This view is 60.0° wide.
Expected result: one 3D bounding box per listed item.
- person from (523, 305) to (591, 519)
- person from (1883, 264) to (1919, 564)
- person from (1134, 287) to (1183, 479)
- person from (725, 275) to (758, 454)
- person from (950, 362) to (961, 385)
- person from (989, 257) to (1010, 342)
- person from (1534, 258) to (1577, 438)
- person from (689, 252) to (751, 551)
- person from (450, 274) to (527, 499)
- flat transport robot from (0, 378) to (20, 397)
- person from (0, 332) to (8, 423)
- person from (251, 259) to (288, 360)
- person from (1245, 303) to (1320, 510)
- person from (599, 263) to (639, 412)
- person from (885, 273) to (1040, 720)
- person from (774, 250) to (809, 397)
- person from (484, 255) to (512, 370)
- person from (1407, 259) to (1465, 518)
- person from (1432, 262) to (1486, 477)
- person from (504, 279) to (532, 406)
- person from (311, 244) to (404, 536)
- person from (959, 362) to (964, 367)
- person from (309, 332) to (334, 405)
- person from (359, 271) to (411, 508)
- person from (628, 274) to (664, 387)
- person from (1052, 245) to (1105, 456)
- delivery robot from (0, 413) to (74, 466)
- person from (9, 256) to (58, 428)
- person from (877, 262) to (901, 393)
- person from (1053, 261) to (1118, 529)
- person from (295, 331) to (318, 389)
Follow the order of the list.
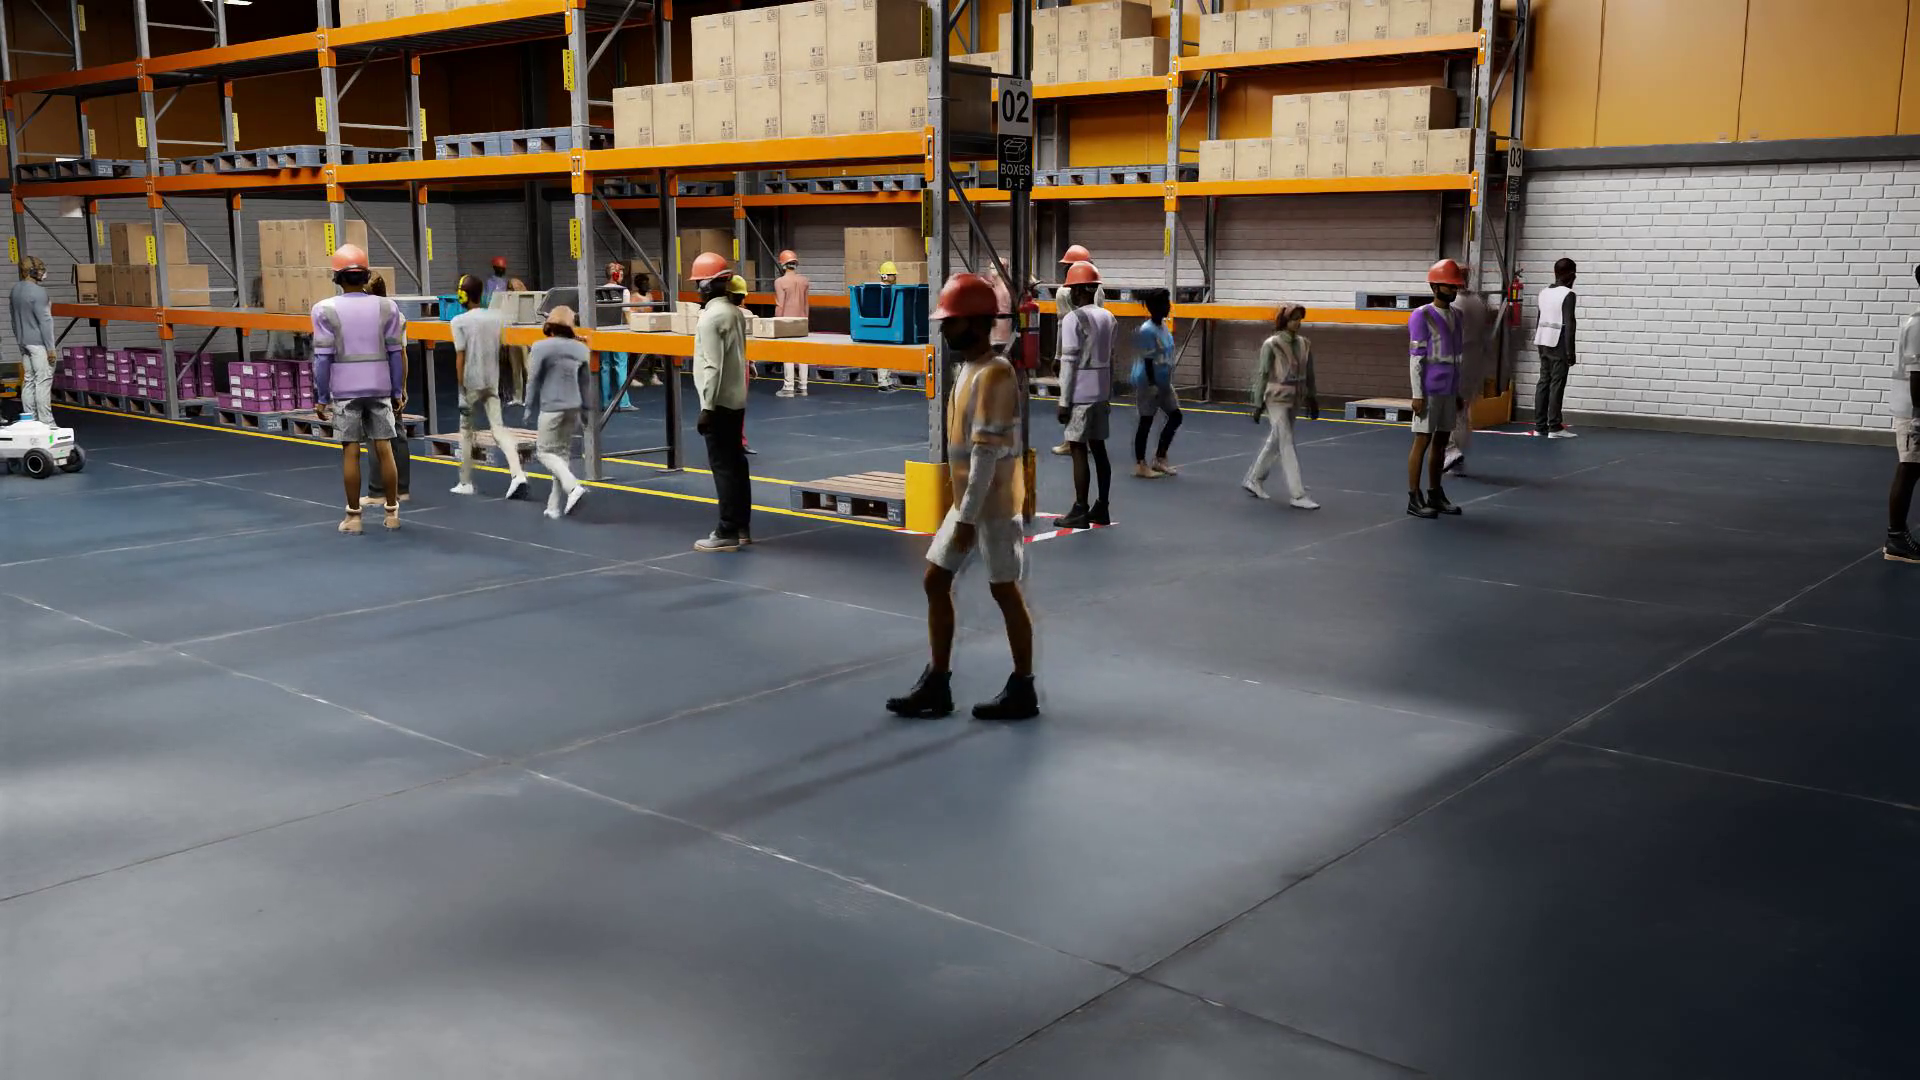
[{"bbox_3d":[-2.937,-0.942,12.389,0.552,1.595,0.558,10,14,43],"label":"person"},{"bbox_3d":[6.222,-0.839,10.768,0.361,1.965,0.612,6,11,30],"label":"person"},{"bbox_3d":[1.745,-1.357,14.518,0.501,1.674,0.545,6,12,31],"label":"person"},{"bbox_3d":[-2.195,-1.688,16.196,0.327,1.761,0.524,9,14,43],"label":"person"},{"bbox_3d":[-0.119,-1.825,17.313,0.436,1.626,0.548,8,12,37],"label":"person"},{"bbox_3d":[0.484,-2.537,20.613,0.409,1.908,0.639,1,10,3],"label":"person"},{"bbox_3d":[6.368,-2.045,17.789,0.394,1.915,0.587,-2,10,-13],"label":"person"},{"bbox_3d":[-1.617,-0.918,11.144,0.393,1.990,0.616,2,10,13],"label":"person"},{"bbox_3d":[-3.848,-1.232,13.474,0.963,1.825,0.521,9,13,42],"label":"person"},{"bbox_3d":[-12.850,-2.122,22.886,0.652,0.197,1.431,5,11,22],"label":"flat transport robot"},{"bbox_3d":[-11.368,-2.206,19.245,0.564,1.728,0.489,6,12,31],"label":"person"},{"bbox_3d":[-11.197,-3.627,26.914,0.629,1.859,0.938,2,10,13],"label":"person"},{"bbox_3d":[2.546,-1.075,13.157,0.543,1.600,0.852,-8,13,-37],"label":"person"},{"bbox_3d":[-4.285,-2.490,20.541,0.564,1.836,0.395,6,11,29],"label":"person"},{"bbox_3d":[-0.002,-0.156,7.024,0.792,1.905,0.551,-3,10,-18],"label":"person"},{"bbox_3d":[-2.320,-2.951,22.720,0.396,1.990,0.622,8,13,39],"label":"person"},{"bbox_3d":[-7.702,-3.772,27.643,0.786,1.913,0.549,5,11,25],"label":"person"},{"bbox_3d":[3.615,-1.136,12.544,0.550,1.937,0.357,-7,12,-35],"label":"person"},{"bbox_3d":[4.339,-1.494,14.710,0.642,1.896,0.417,-6,12,-32],"label":"person"},{"bbox_3d":[-5.659,-2.530,21.345,0.507,1.631,0.267,6,12,30],"label":"person"},{"bbox_3d":[-4.246,-1.054,11.762,0.605,2.048,0.369,-6,12,-32],"label":"person"},{"bbox_3d":[0.111,-2.068,18.713,0.282,1.634,0.498,5,11,26],"label":"person"},{"bbox_3d":[-7.873,-2.508,20.603,0.389,1.851,0.521,9,14,43],"label":"person"},{"bbox_3d":[-4.551,-1.175,13.026,0.336,1.845,0.513,6,12,32],"label":"person"},{"bbox_3d":[-4.586,-3.019,24.046,0.699,1.646,0.566,6,12,31],"label":"person"},{"bbox_3d":[1.135,-1.846,16.268,0.615,2.047,0.357,-9,14,-43],"label":"person"},{"bbox_3d":[-8.273,-0.885,14.782,0.707,0.478,0.477,2,10,9],"label":"delivery robot"},{"bbox_3d":[-9.932,-2.077,17.903,0.642,1.938,0.361,7,12,33],"label":"person"},{"bbox_3d":[-1.004,-2.986,23.375,0.404,1.830,0.601,2,10,11],"label":"person"},{"bbox_3d":[0.895,-1.047,12.072,0.387,1.932,0.545,9,13,41],"label":"person"},{"bbox_3d":[-9.239,-3.081,23.903,0.631,1.833,0.541,3,10,18],"label":"person"}]
